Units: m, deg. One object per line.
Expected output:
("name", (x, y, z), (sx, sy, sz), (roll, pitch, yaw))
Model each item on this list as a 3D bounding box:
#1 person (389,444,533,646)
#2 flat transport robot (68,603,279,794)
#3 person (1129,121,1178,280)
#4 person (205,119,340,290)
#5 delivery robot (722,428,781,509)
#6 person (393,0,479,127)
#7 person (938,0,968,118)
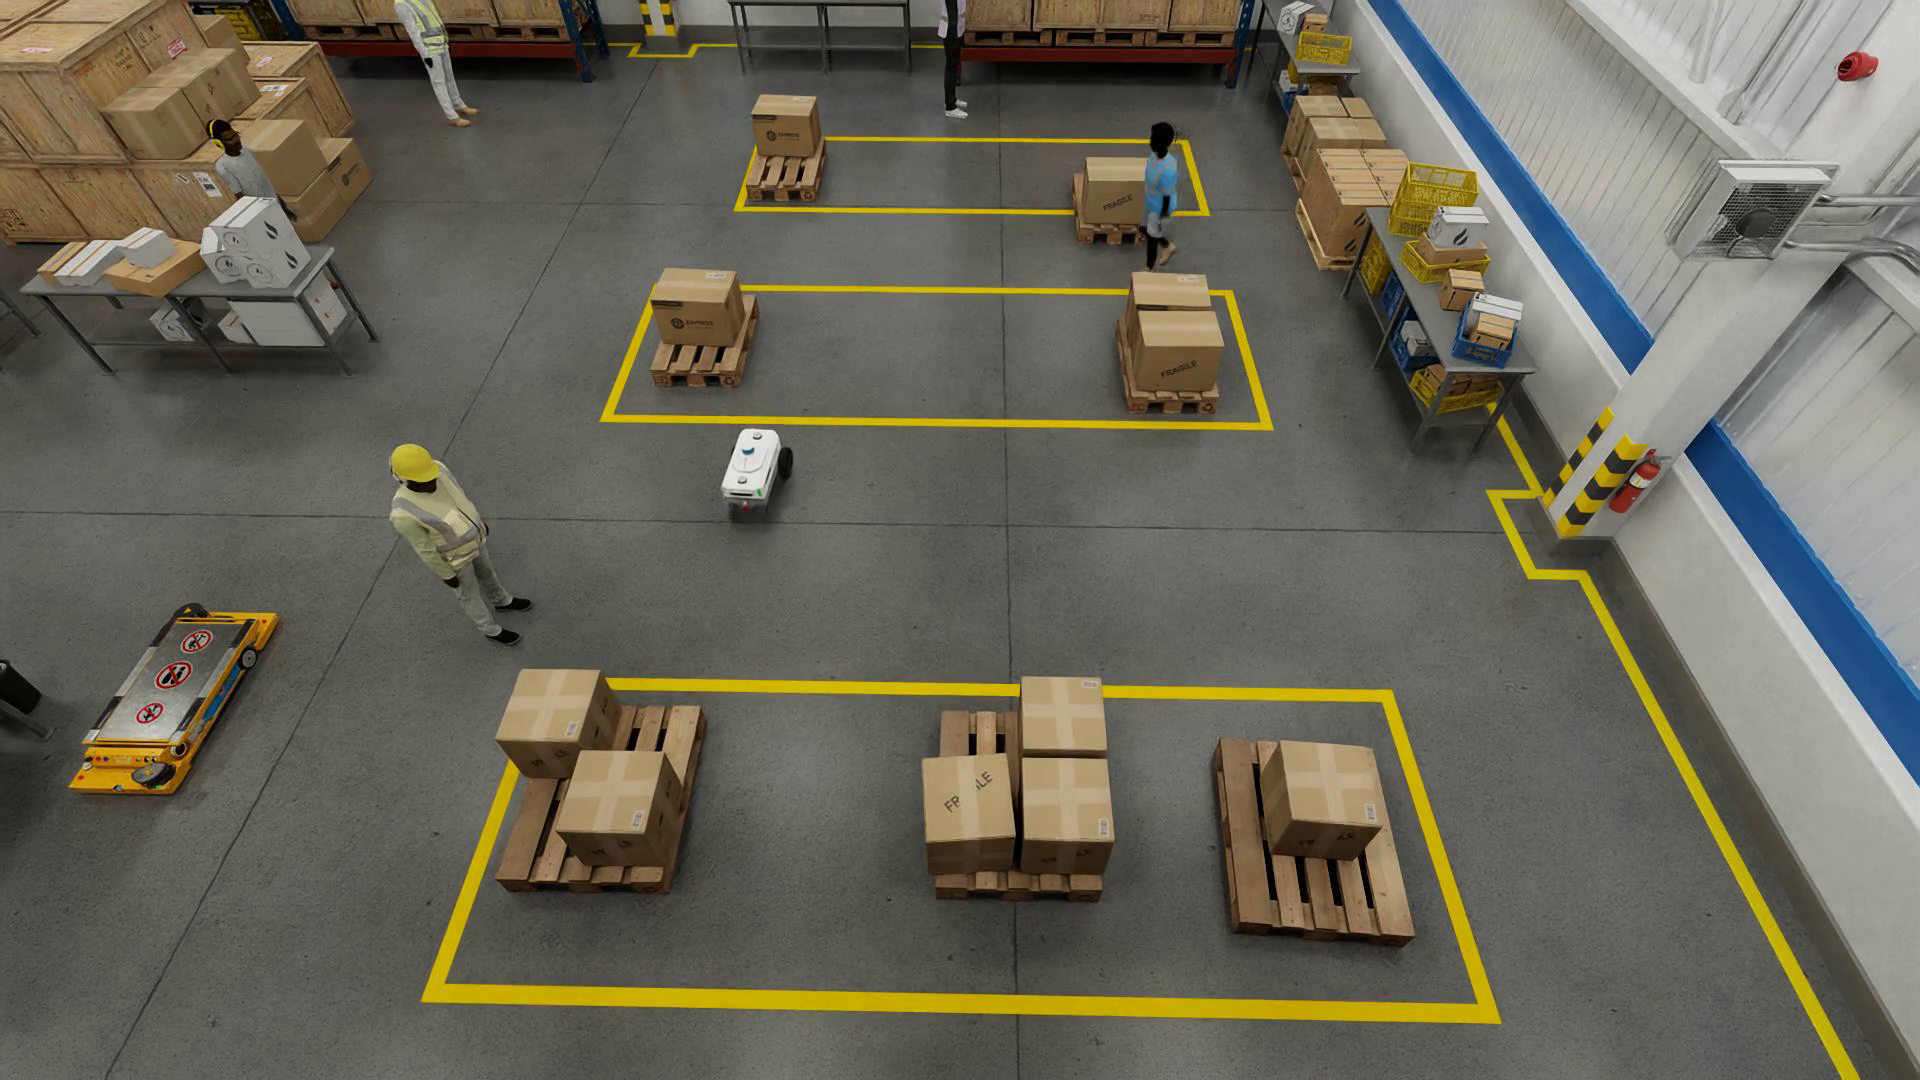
("person", (-3.443, 0.033, 6.311), (0.404, 1.824, 0.586), (1, 50, 1))
("flat transport robot", (-5.504, 1.072, 6.442), (0.652, 0.197, 1.431), (1, 50, 1))
("person", (2.059, -3.419, 9.320), (0.469, 1.676, 0.553), (-7, 50, -6))
("person", (-6.775, -3.201, 9.020), (0.328, 1.869, 0.517), (1, 50, 1))
("delivery robot", (-1.728, -0.610, 7.621), (0.477, 0.478, 0.707), (4, 50, 3))
("person", (-6.665, -6.246, 11.613), (0.430, 1.845, 0.619), (1, 50, 1))
("person", (-0.084, -6.464, 11.751), (0.391, 1.914, 0.587), (1, 50, 1))
